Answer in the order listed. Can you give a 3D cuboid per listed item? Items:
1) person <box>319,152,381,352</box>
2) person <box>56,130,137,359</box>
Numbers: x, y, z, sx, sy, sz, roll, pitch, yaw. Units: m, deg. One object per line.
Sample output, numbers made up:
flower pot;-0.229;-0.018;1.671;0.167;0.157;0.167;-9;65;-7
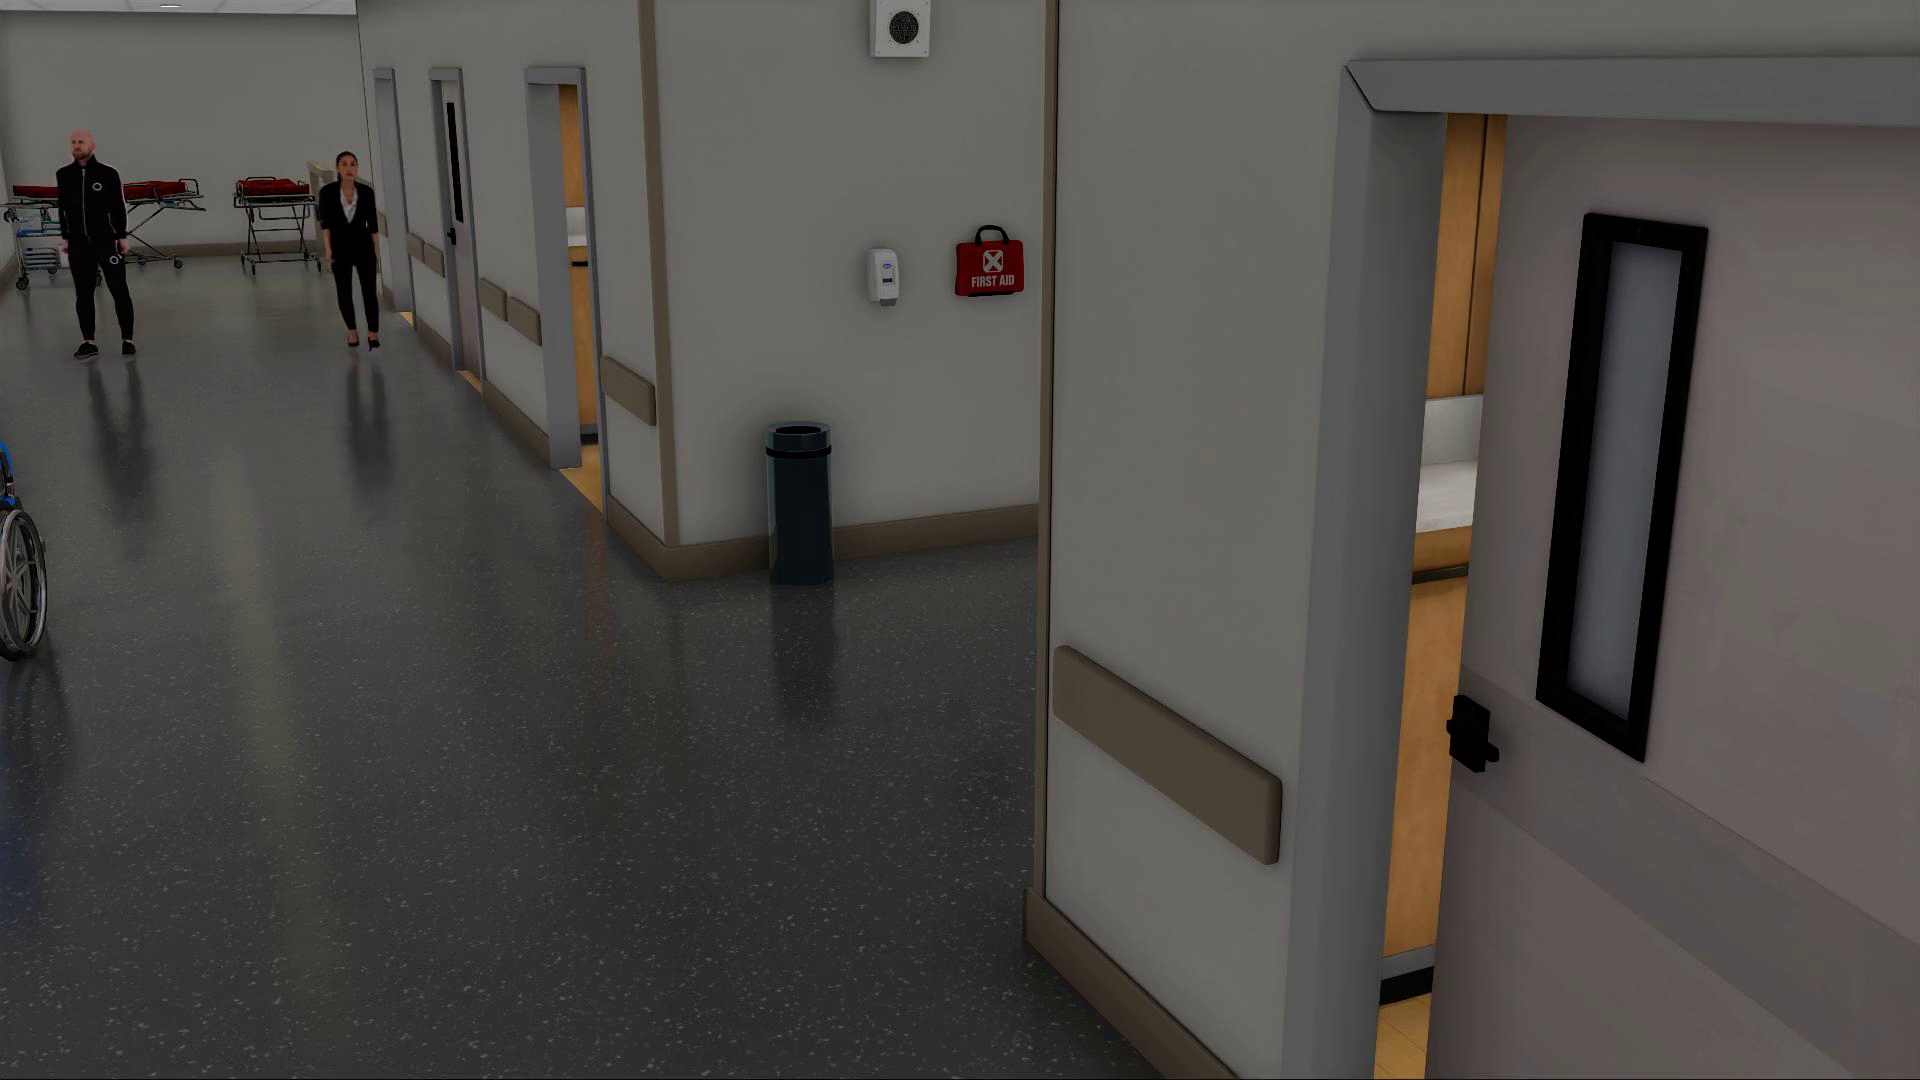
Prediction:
person;-5.079;-2.370;13.850;0.626;1.615;1.065;-6;17;-22
person;-7.090;-2.428;13.648;0.731;1.836;0.671;-3;16;-9
